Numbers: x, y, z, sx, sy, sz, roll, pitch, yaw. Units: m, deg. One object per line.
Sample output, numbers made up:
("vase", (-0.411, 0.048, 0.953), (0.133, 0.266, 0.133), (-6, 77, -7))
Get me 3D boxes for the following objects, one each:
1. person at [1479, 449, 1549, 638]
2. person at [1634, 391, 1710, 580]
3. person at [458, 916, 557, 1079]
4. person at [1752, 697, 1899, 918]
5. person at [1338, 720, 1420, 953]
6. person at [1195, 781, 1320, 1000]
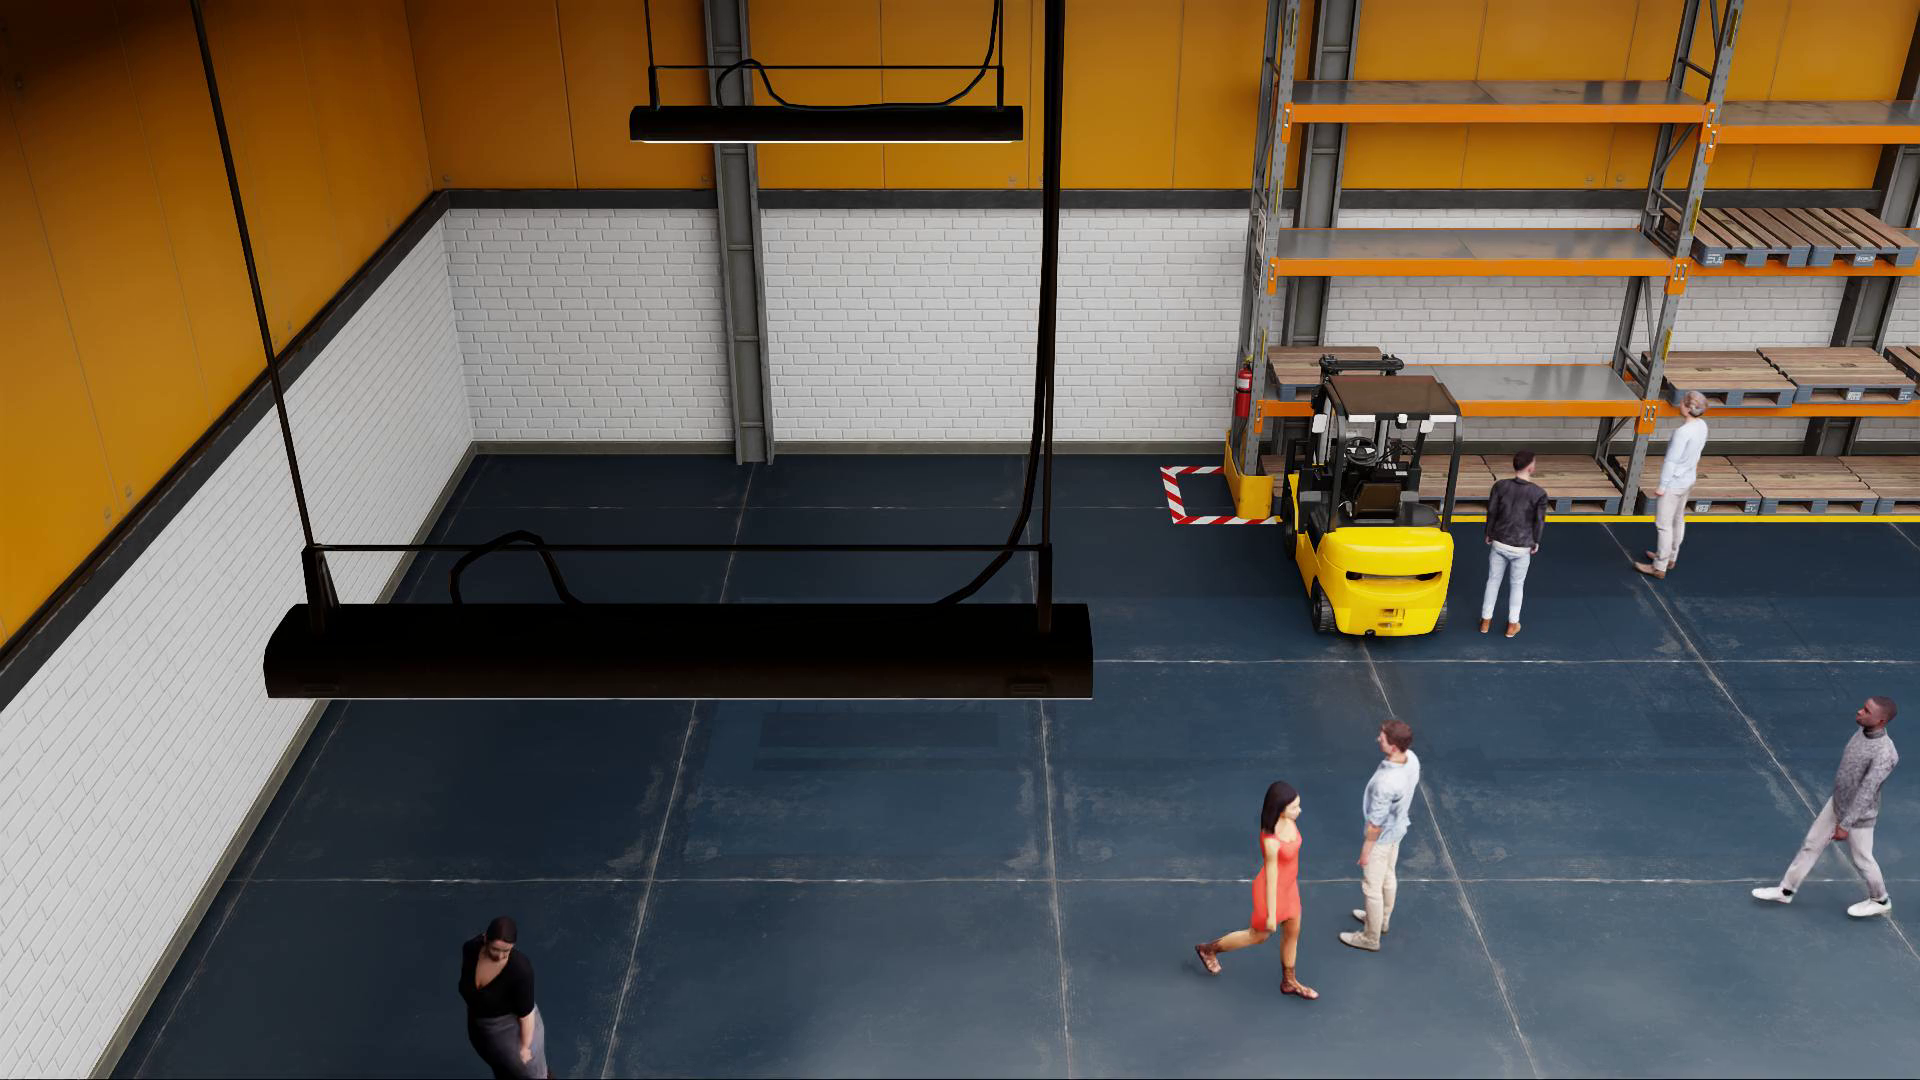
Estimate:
("person", (4.981, 0.035, 15.012), (0.655, 1.835, 0.793), (14, 31, 23))
("person", (6.914, -0.550, 16.023), (0.733, 1.893, 0.798), (-25, 37, -37))
("person", (-2.724, 2.880, 9.903), (0.878, 1.733, 0.783), (-23, 36, -35))
("person", (6.334, 1.910, 11.604), (1.176, 1.806, 0.747), (2, 29, 4))
("person", (2.912, 2.011, 11.376), (0.774, 1.848, 0.743), (20, 34, 32))
("person", (1.989, 2.312, 10.984), (1.158, 1.693, 0.865), (11, 30, 19))
